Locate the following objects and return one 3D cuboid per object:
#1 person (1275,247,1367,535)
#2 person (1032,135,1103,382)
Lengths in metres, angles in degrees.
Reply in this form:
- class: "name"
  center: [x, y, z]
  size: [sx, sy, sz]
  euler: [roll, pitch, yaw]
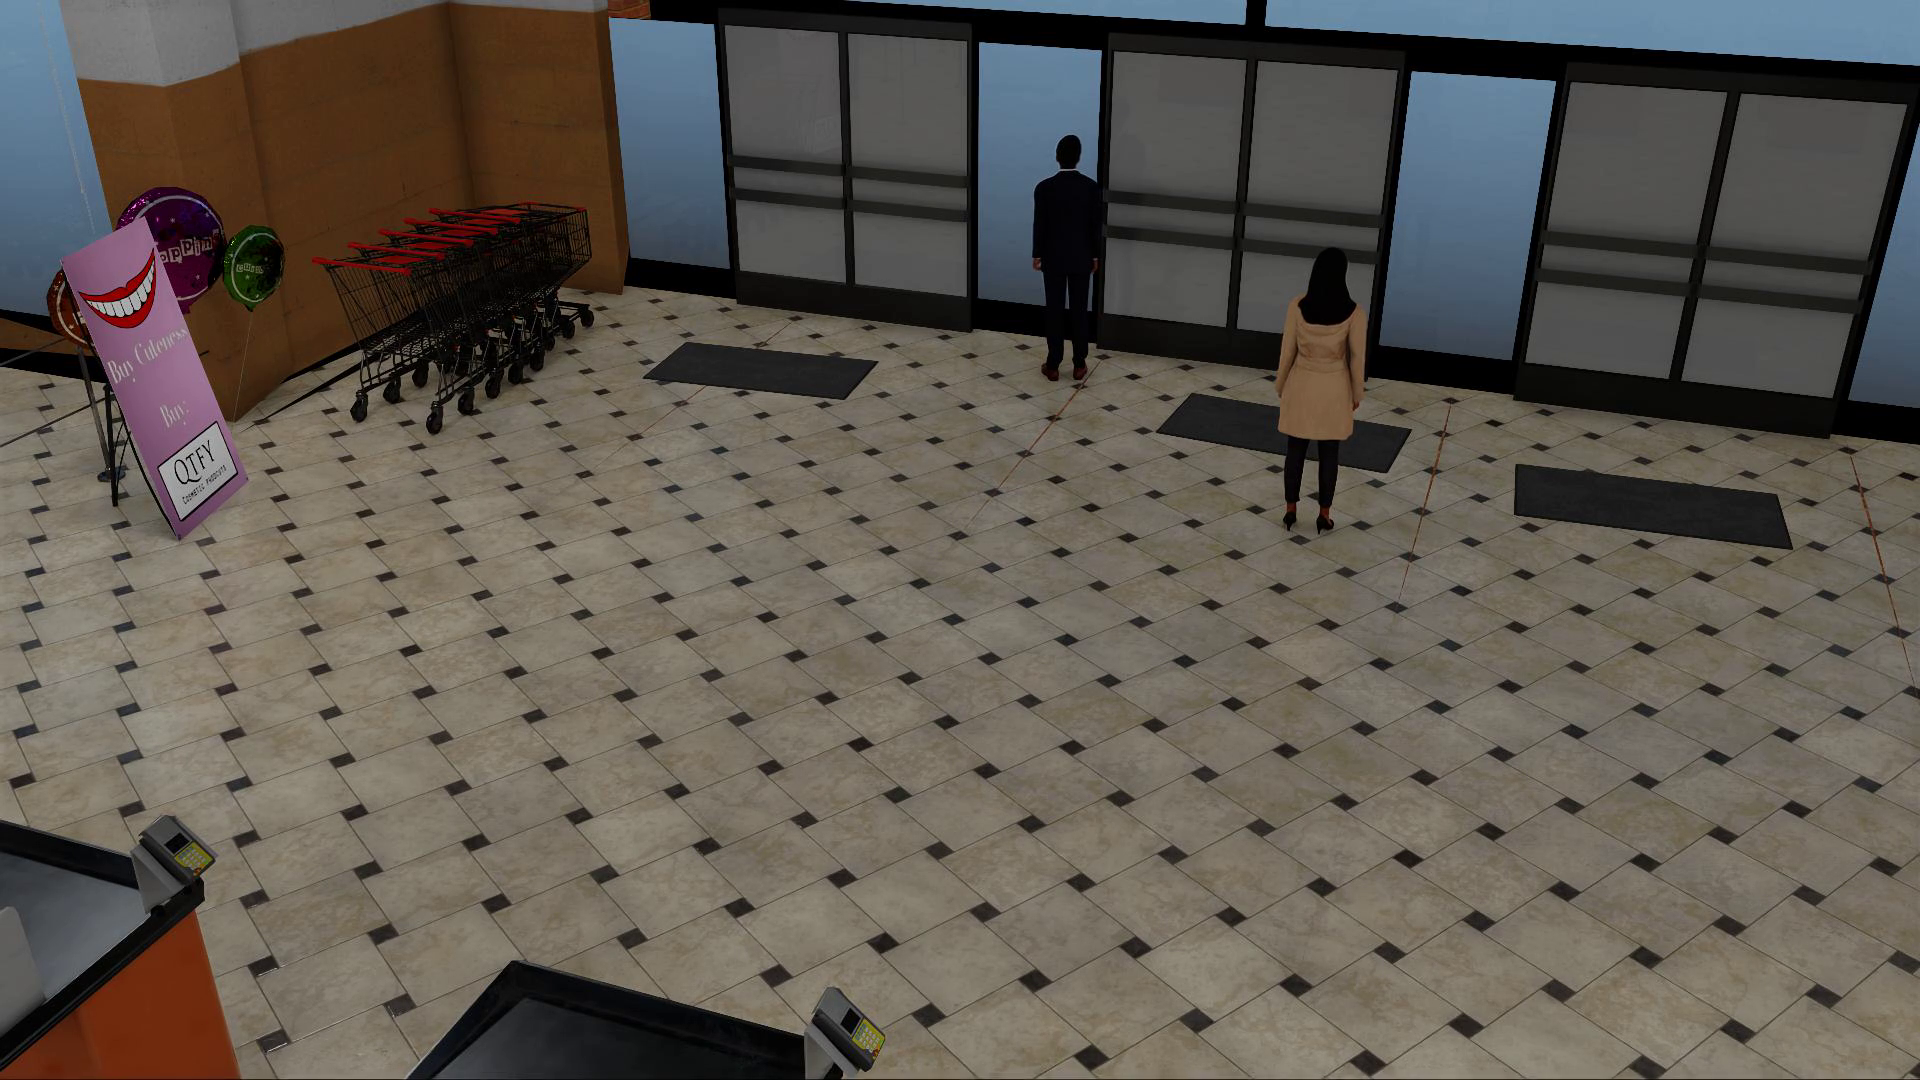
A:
- class: "person"
  center: [2.025, -0.831, 9.418]
  size: [0.643, 1.680, 0.507]
  euler: [9, 28, 18]
- class: "person"
  center: [0.744, -1.949, 11.569]
  size: [0.702, 1.727, 0.677]
  euler: [-2, 27, -3]
